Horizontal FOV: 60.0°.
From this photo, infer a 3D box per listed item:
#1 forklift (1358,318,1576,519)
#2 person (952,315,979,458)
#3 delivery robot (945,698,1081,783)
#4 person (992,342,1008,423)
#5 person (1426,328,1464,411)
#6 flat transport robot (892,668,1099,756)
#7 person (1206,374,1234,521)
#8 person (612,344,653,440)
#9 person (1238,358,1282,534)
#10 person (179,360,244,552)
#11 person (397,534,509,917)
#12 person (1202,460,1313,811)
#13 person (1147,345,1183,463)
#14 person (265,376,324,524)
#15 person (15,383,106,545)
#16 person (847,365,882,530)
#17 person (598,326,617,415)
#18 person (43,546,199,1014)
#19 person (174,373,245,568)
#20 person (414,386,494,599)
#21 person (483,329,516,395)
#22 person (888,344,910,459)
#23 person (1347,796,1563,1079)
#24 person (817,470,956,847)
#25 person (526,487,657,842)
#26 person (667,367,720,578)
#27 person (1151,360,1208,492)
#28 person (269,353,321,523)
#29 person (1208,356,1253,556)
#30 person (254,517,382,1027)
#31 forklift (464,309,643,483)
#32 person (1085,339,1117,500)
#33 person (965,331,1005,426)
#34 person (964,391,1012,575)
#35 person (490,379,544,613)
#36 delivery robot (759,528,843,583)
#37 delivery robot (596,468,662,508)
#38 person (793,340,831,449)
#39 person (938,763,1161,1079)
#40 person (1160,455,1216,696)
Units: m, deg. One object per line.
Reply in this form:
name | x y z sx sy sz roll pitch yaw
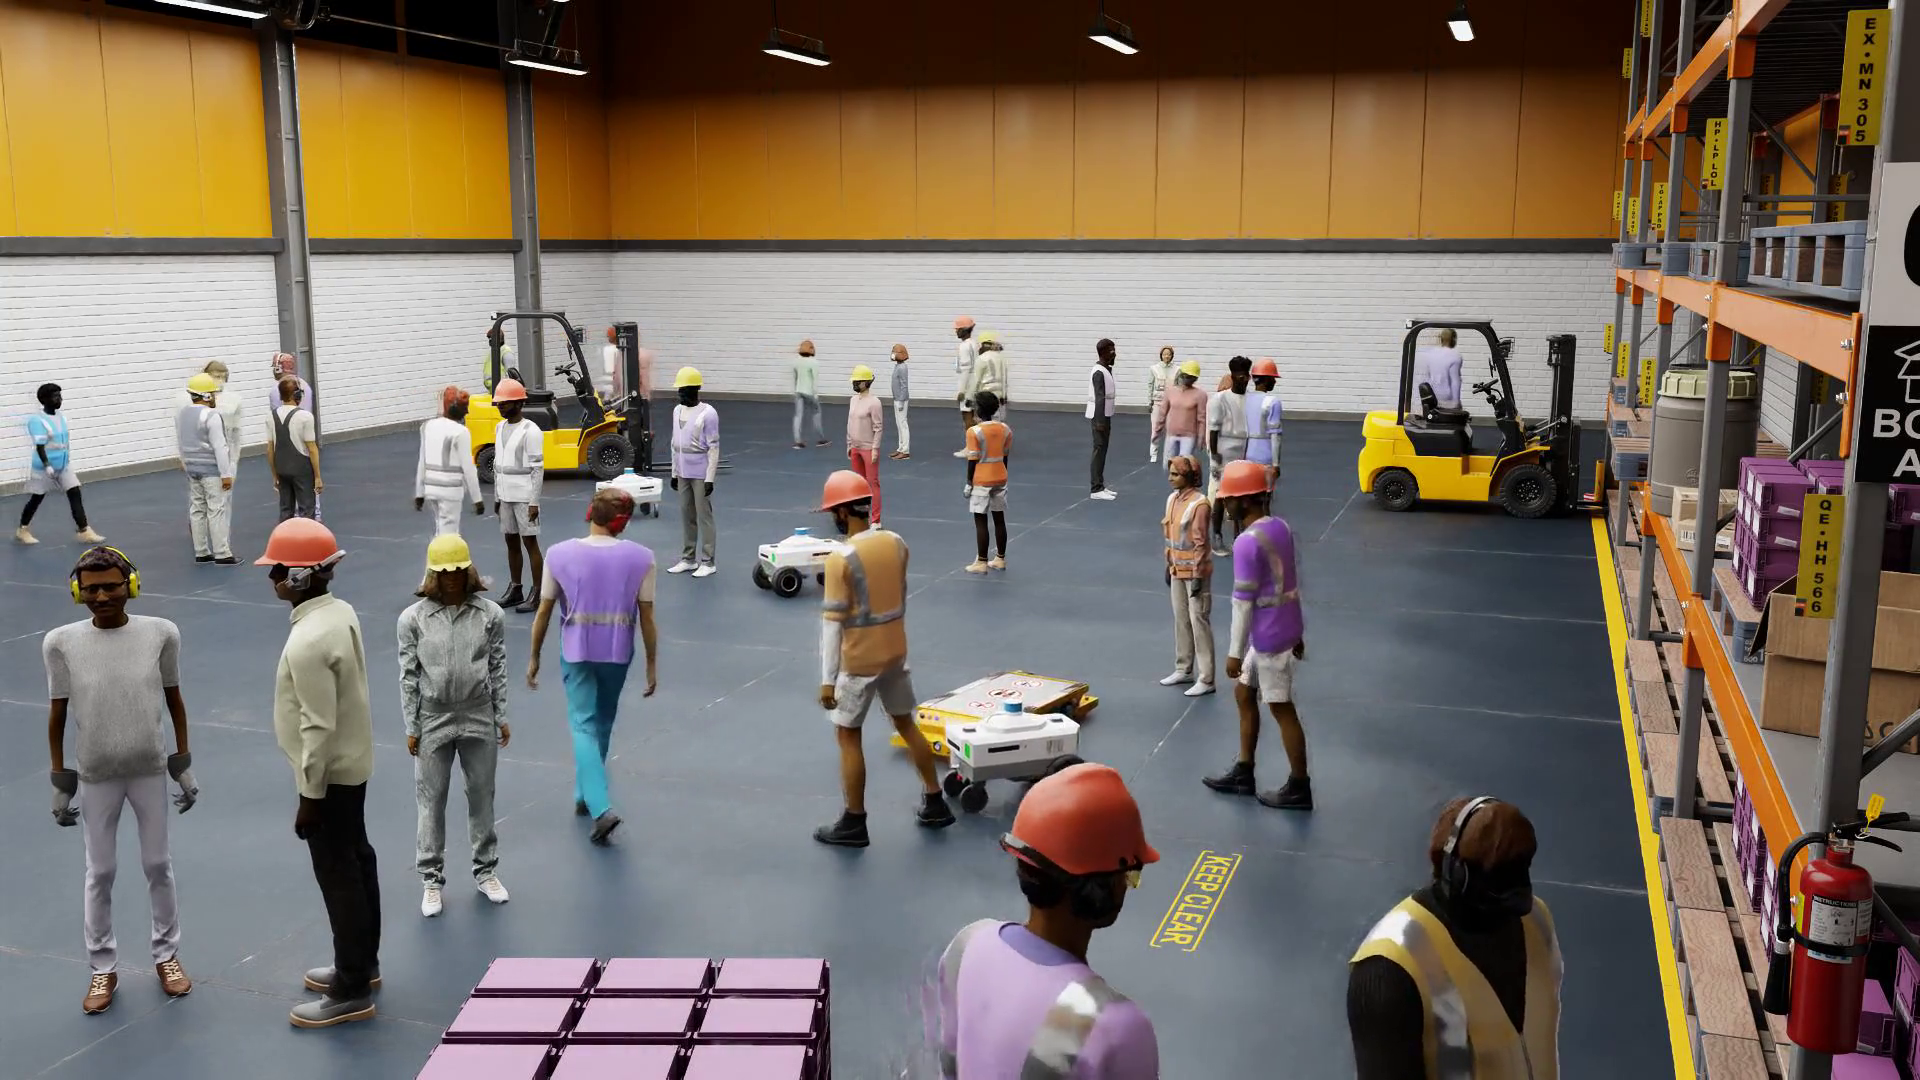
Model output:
forklift | 5.787 -1.437 19.079 2.313 2.155 1.214 3 11 19
person | 0.073 -2.190 23.754 0.396 2.038 0.614 3 10 14
delivery robot | 0.287 1.111 9.085 0.707 0.478 0.477 -4 11 -21
person | 0.467 -2.120 24.579 0.607 1.617 0.527 9 13 41
person | 6.609 -1.901 22.452 0.669 1.921 0.655 -6 12 -29
flat transport robot | 0.247 1.070 10.378 0.652 0.197 1.431 6 12 32
person | 2.934 -1.017 18.322 0.493 1.624 0.280 6 12 29
person | -4.629 -2.085 23.592 0.649 1.885 0.643 7 13 36
person | 2.927 -0.805 16.253 0.376 1.934 0.547 -9 13 -40
person | -7.492 -0.859 16.647 0.649 1.909 0.810 -8 13 -39
person | -2.291 0.830 7.584 0.484 1.744 0.294 -5 11 -28
person | 1.580 0.515 8.935 0.759 1.891 0.546 4 11 23
person | 2.865 -1.894 23.218 0.514 1.641 0.307 0 10 -3
person | -6.082 -0.581 15.244 0.506 1.845 0.345 3 10 14
person | -9.197 -0.762 16.797 0.883 1.654 0.534 2 10 11
person | -1.026 -0.969 17.650 0.309 1.769 0.524 -9 13 -41
person | -5.080 -2.251 24.649 0.577 1.841 0.802 3 10 15
person | -3.335 0.937 6.629 0.532 1.869 0.311 -6 11 -29
person | -7.088 -0.656 15.695 0.588 1.835 0.403 5 11 28
person | -4.357 -0.393 14.195 0.658 1.842 0.811 7 12 36
person | -6.689 -2.157 24.147 0.429 1.839 0.623 -9 13 -41
person | -0.861 -1.967 23.636 0.275 1.636 0.507 -2 10 -12
person | 1.184 1.467 3.873 0.642 1.788 0.974 -6 12 -30
person | -0.402 0.601 8.417 0.584 1.908 0.757 9 13 41
person | -1.886 0.622 8.601 0.670 1.787 0.876 -3 11 -17
person | -2.449 -0.624 15.252 0.586 1.928 0.364 8 13 39
person | 2.505 -1.170 18.854 0.606 1.734 0.516 5 11 24
person | -7.124 -1.043 17.737 0.412 1.894 0.659 1 10 5
person | 2.701 -0.826 16.280 0.613 1.963 0.361 -5 11 -25
person | -2.487 0.897 6.493 0.391 1.995 0.613 -1 10 -8
forklift | -5.354 -1.902 21.697 2.313 2.155 1.214 -2 10 -13
person | 1.700 -1.449 19.922 0.385 1.918 0.596 2 10 10
person | 0.347 -2.048 23.615 0.508 1.806 0.559 3 10 14
person | 0.249 -0.530 15.370 0.533 1.699 0.318 -10 14 -43
person | -3.679 -0.366 13.772 0.545 1.938 0.362 7 12 35
delivery robot | -1.389 0.136 14.575 0.707 0.478 0.477 -6 12 -30
delivery robot | -3.673 -0.559 18.486 0.707 0.478 0.477 -9 14 -42
person | -2.250 -2.187 24.931 0.518 1.596 0.794 7 12 33
person | 0.257 1.442 3.382 0.743 2.018 0.635 -5 11 -26
person | 1.543 0.232 11.285 0.321 1.630 0.514 -4 11 -22
